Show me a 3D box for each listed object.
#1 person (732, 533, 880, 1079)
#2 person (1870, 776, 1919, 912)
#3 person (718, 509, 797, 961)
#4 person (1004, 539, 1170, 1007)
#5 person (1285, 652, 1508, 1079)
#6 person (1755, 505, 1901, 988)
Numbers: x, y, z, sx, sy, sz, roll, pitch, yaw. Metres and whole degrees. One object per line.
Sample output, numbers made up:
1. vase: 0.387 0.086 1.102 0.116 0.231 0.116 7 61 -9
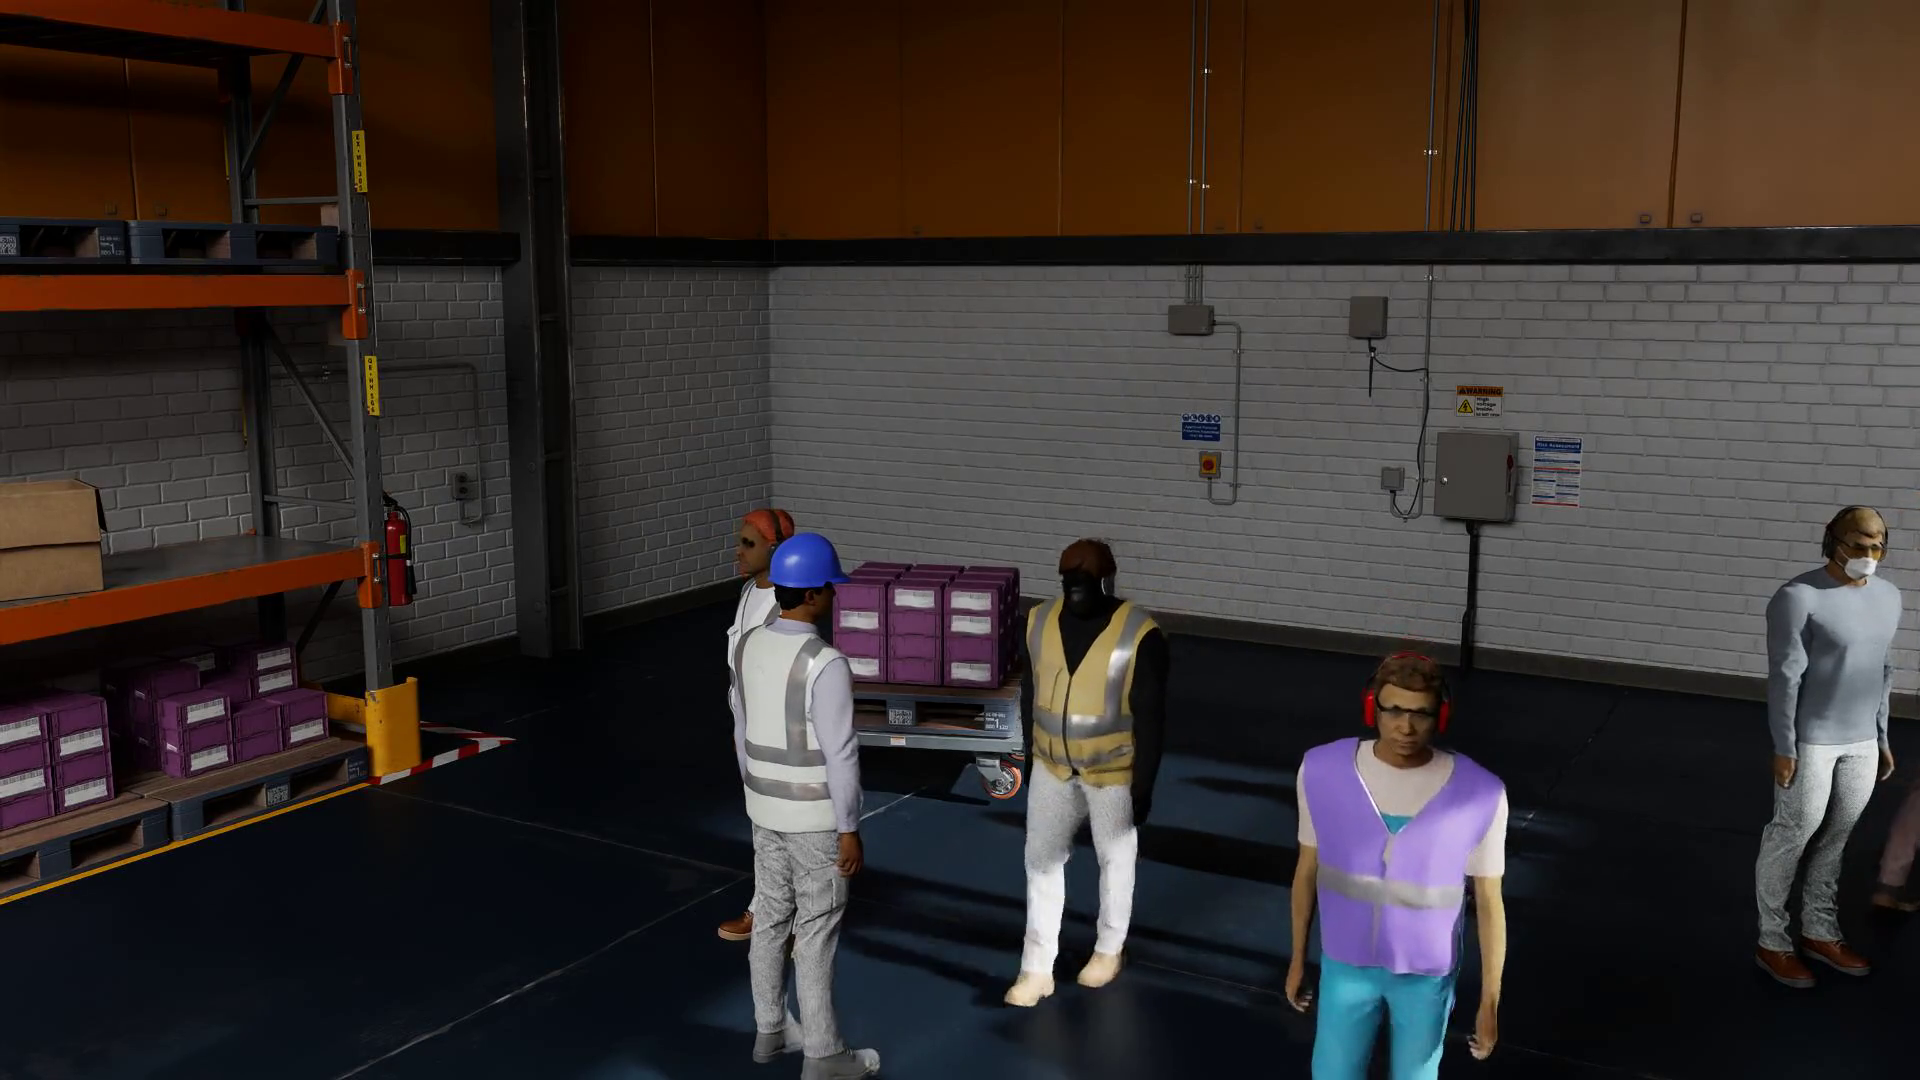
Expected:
1. person: -0.549 0.939 5.844 0.389 1.946 0.614 -8 12 -42
2. person: 4.532 0.726 7.276 1.067 1.925 0.676 -2 9 -13
3. person: -0.794 0.802 6.906 0.355 1.885 0.574 -5 11 -30
4. person: 0.446 0.910 6.423 0.661 1.814 0.784 5 10 29
5. person: 1.181 1.207 4.564 0.594 1.822 0.573 3 10 18
6. person: 3.495 0.813 6.681 0.627 1.936 0.374 -3 10 -20
